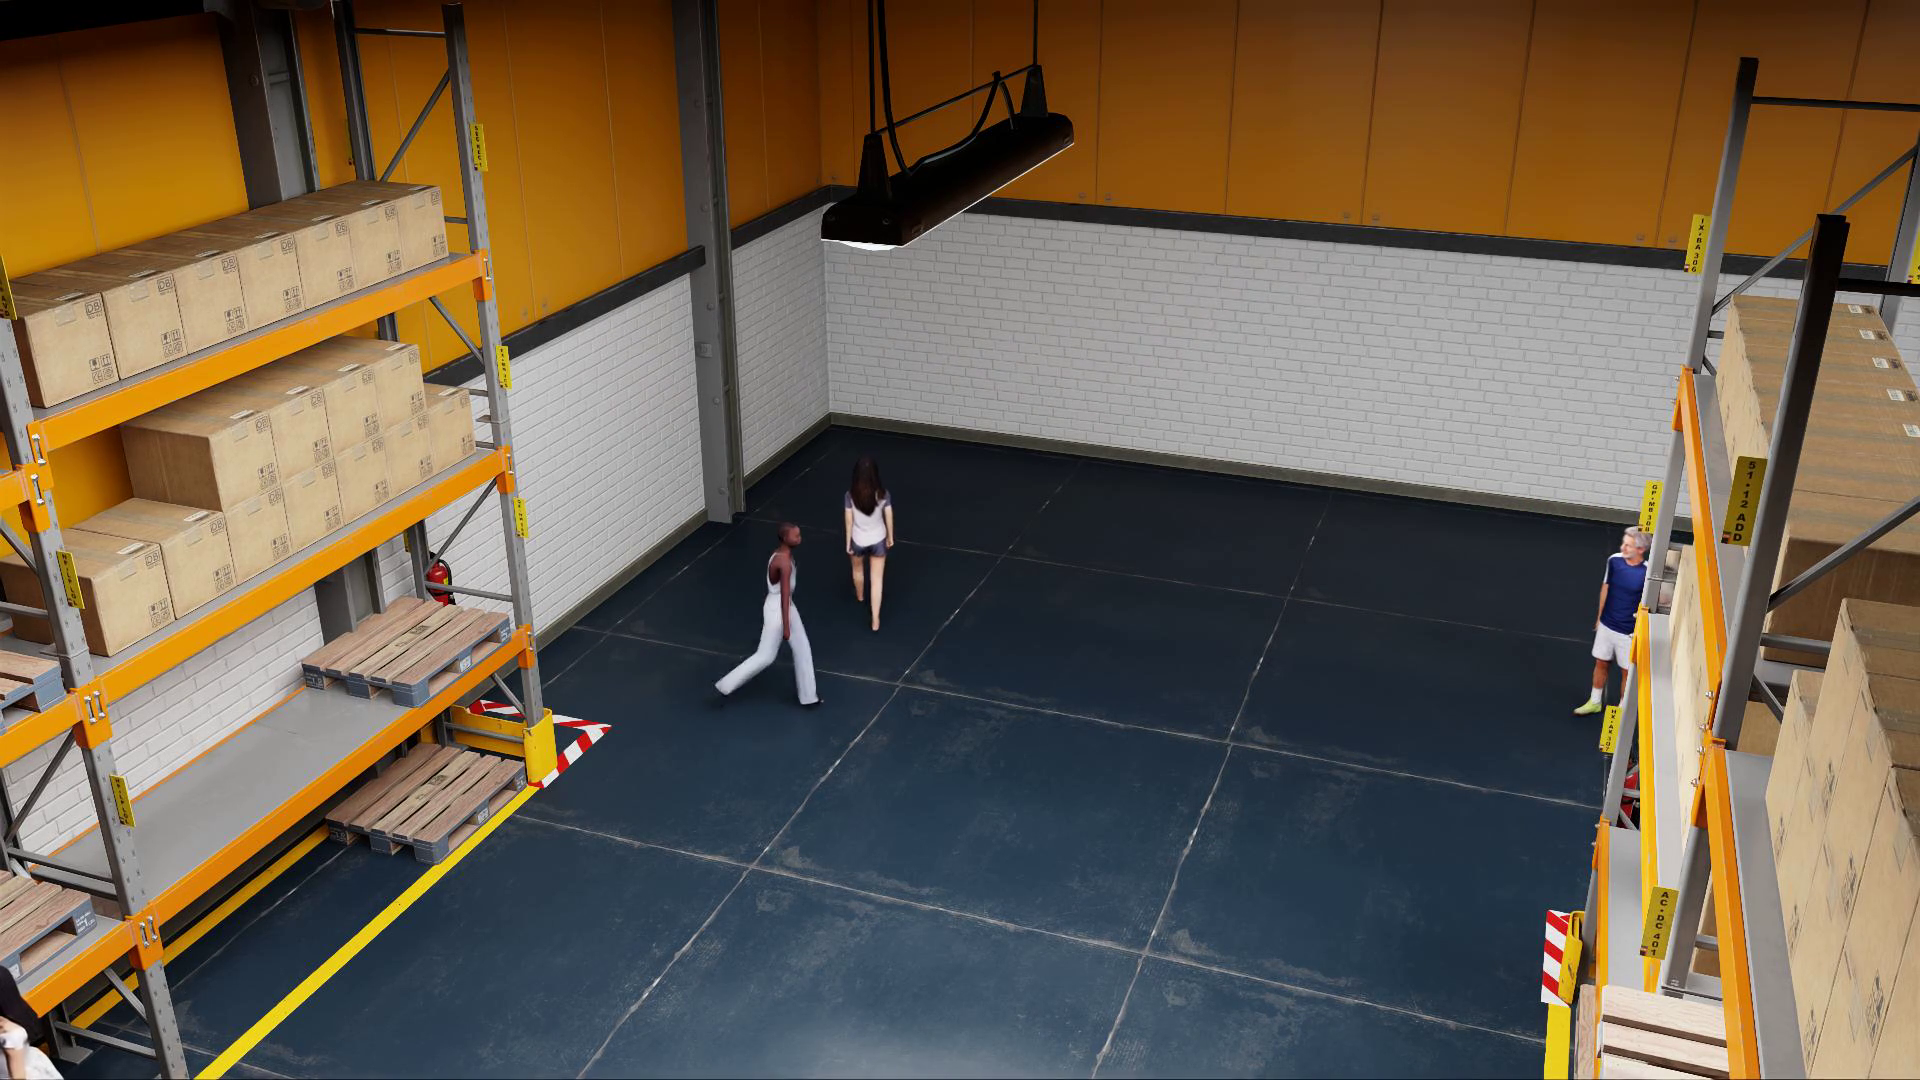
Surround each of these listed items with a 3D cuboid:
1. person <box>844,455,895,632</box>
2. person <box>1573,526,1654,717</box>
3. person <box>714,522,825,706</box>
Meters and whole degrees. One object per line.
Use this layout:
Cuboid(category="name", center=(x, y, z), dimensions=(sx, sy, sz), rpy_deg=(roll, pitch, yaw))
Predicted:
Cuboid(category="person", center=(-0.863, 0.059, 15.716), dimensions=(0.926, 1.658, 1.188), rpy_deg=(-2, 24, -4))
Cuboid(category="person", center=(5.586, 0.709, 14.006), dimensions=(0.719, 1.836, 0.715), rpy_deg=(-18, 30, -36))
Cuboid(category="person", center=(-1.647, 0.687, 14.190), dimensions=(0.992, 1.729, 1.178), rpy_deg=(-2, 24, -5))
